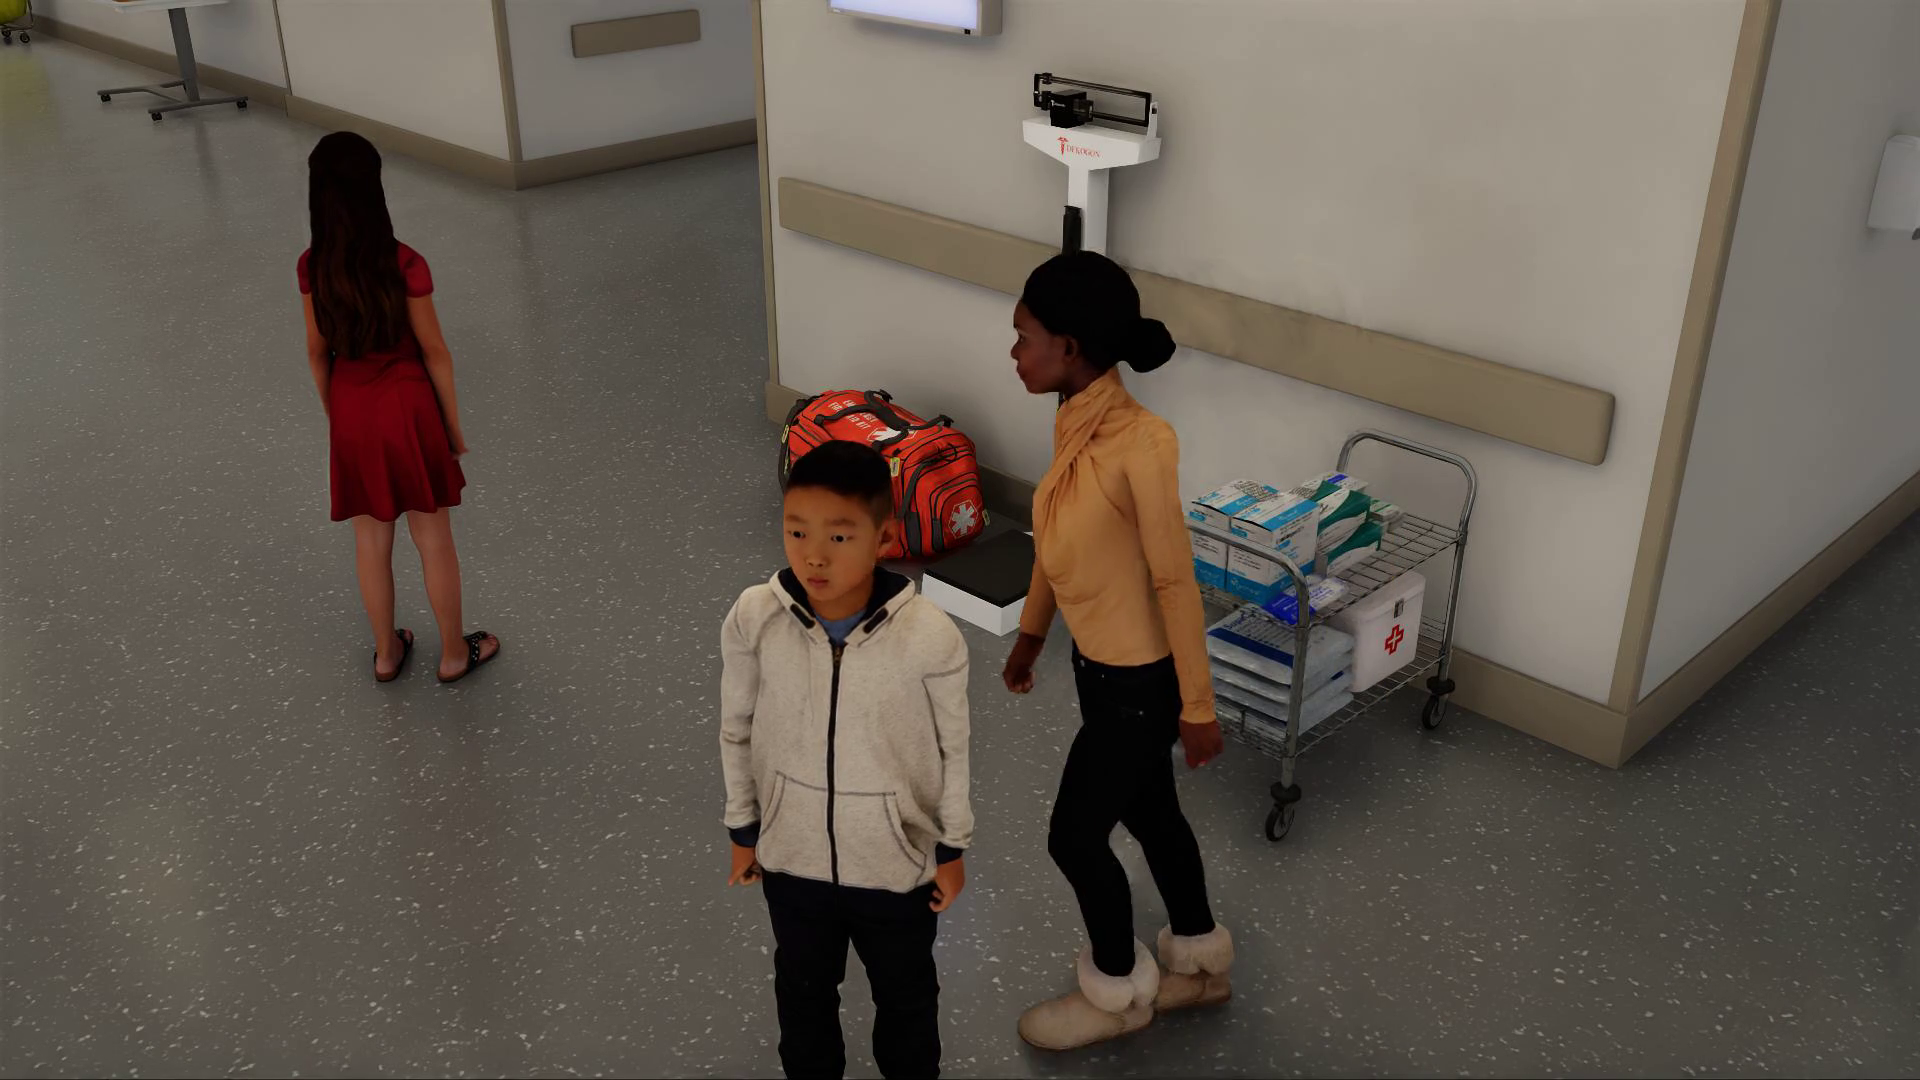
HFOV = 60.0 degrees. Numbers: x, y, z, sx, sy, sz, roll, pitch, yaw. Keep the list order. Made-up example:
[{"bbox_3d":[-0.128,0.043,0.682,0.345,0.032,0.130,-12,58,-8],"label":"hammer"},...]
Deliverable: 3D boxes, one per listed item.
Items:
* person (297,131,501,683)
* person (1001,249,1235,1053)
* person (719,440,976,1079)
[{"bbox_3d":[-1.559,-0.333,4.522,0.681,1.551,0.741,1,26,3],"label":"person"},{"bbox_3d":[0.388,0.270,3.194,0.852,1.619,0.796,-10,27,-20],"label":"person"},{"bbox_3d":[-0.189,0.505,2.896,0.643,1.454,0.723,3,26,5],"label":"person"}]
